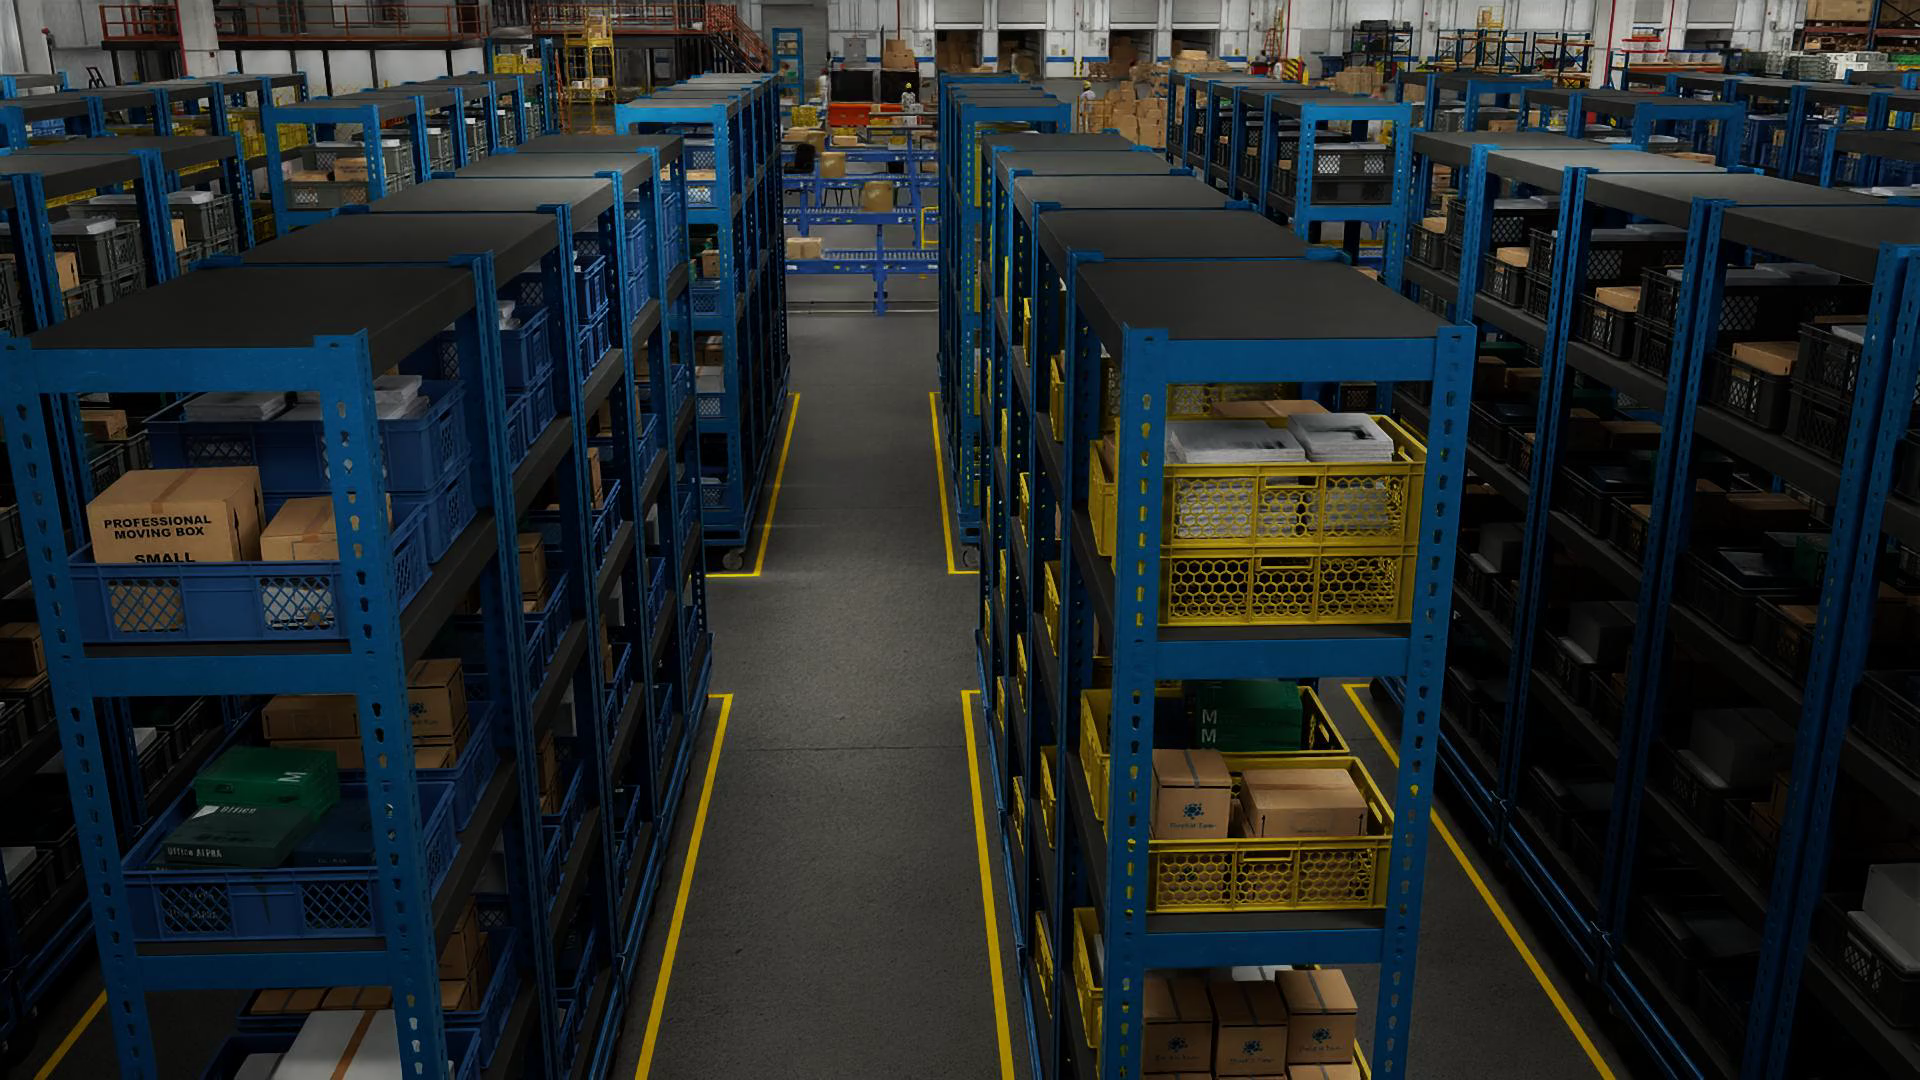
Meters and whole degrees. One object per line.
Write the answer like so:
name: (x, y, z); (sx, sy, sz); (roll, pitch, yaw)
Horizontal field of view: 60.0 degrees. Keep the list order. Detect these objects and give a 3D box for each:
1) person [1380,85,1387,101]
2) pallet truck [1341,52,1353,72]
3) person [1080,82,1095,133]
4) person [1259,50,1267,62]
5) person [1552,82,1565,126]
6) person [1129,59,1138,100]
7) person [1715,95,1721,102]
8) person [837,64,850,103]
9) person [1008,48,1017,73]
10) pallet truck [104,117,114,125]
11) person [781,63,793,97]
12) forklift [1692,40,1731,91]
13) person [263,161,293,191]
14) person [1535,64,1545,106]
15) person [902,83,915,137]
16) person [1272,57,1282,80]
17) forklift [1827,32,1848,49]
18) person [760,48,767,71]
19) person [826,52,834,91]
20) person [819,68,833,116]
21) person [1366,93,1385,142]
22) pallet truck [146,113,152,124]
person: (14.668, -14.861, 57.286); (0.670, 1.604, 0.525); (4, 18, 12)
pallet truck: (18.794, -23.123, 82.231); (0.823, 1.965, 1.885); (-13, 22, -35)
person: (4.153, -14.092, 54.549); (0.600, 1.829, 0.404); (-15, 23, -39)
person: (16.633, -26.071, 91.640); (0.723, 1.818, 0.635); (11, 21, 32)
person: (21.365, -15.456, 59.108); (0.690, 1.609, 0.535); (-9, 20, -25)
person: (7.620, -20.555, 74.439); (0.964, 1.894, 0.575); (-7, 19, -22)
person: (21.702, -11.852, 47.724); (0.529, 1.767, 0.329); (-15, 23, -38)
person: (-4.821, -18.703, 68.745); (1.013, 1.883, 0.568); (-16, 24, -40)
person: (2.951, -27.039, 94.642); (0.977, 1.818, 0.539); (-2, 18, -5)
pallet truck: (-18.367, -7.885, 35.078); (1.885, 1.965, 0.823); (1, 18, 2)
person: (-7.381, -19.564, 71.543); (0.509, 1.792, 0.906); (16, 24, 40)
forklift: (30.996, -19.122, 68.437); (1.129, 2.768, 1.873); (-1, 18, -2)
person: (-12.913, -6.650, 31.661); (0.528, 1.750, 0.528); (-14, 22, -36)
person: (24.110, -18.865, 69.282); (0.526, 1.860, 0.333); (-8, 20, -24)
person: (-1.703, -14.352, 55.498); (0.492, 1.741, 0.318); (-8, 20, -23)
person: (15.095, -22.080, 79.274); (0.979, 1.832, 0.598); (12, 22, 33)
forklift: (46.023, -25.321, 87.619); (1.129, 2.768, 1.873); (-1, 18, -2)
person: (-10.866, -26.182, 91.872); (0.670, 1.887, 0.608); (-4, 18, -13)
person: (-6.590, -23.773, 84.385); (0.383, 1.914, 0.595); (-15, 23, -39)
person: (-5.320, -17.615, 65.405); (0.592, 1.862, 0.688); (10, 20, 28)
person: (11.589, -11.603, 46.766); (0.668, 1.881, 0.731); (1, 18, 2)
pallet truck: (-18.087, -8.309, 36.390); (1.885, 1.965, 0.823); (-1, 18, -4)
